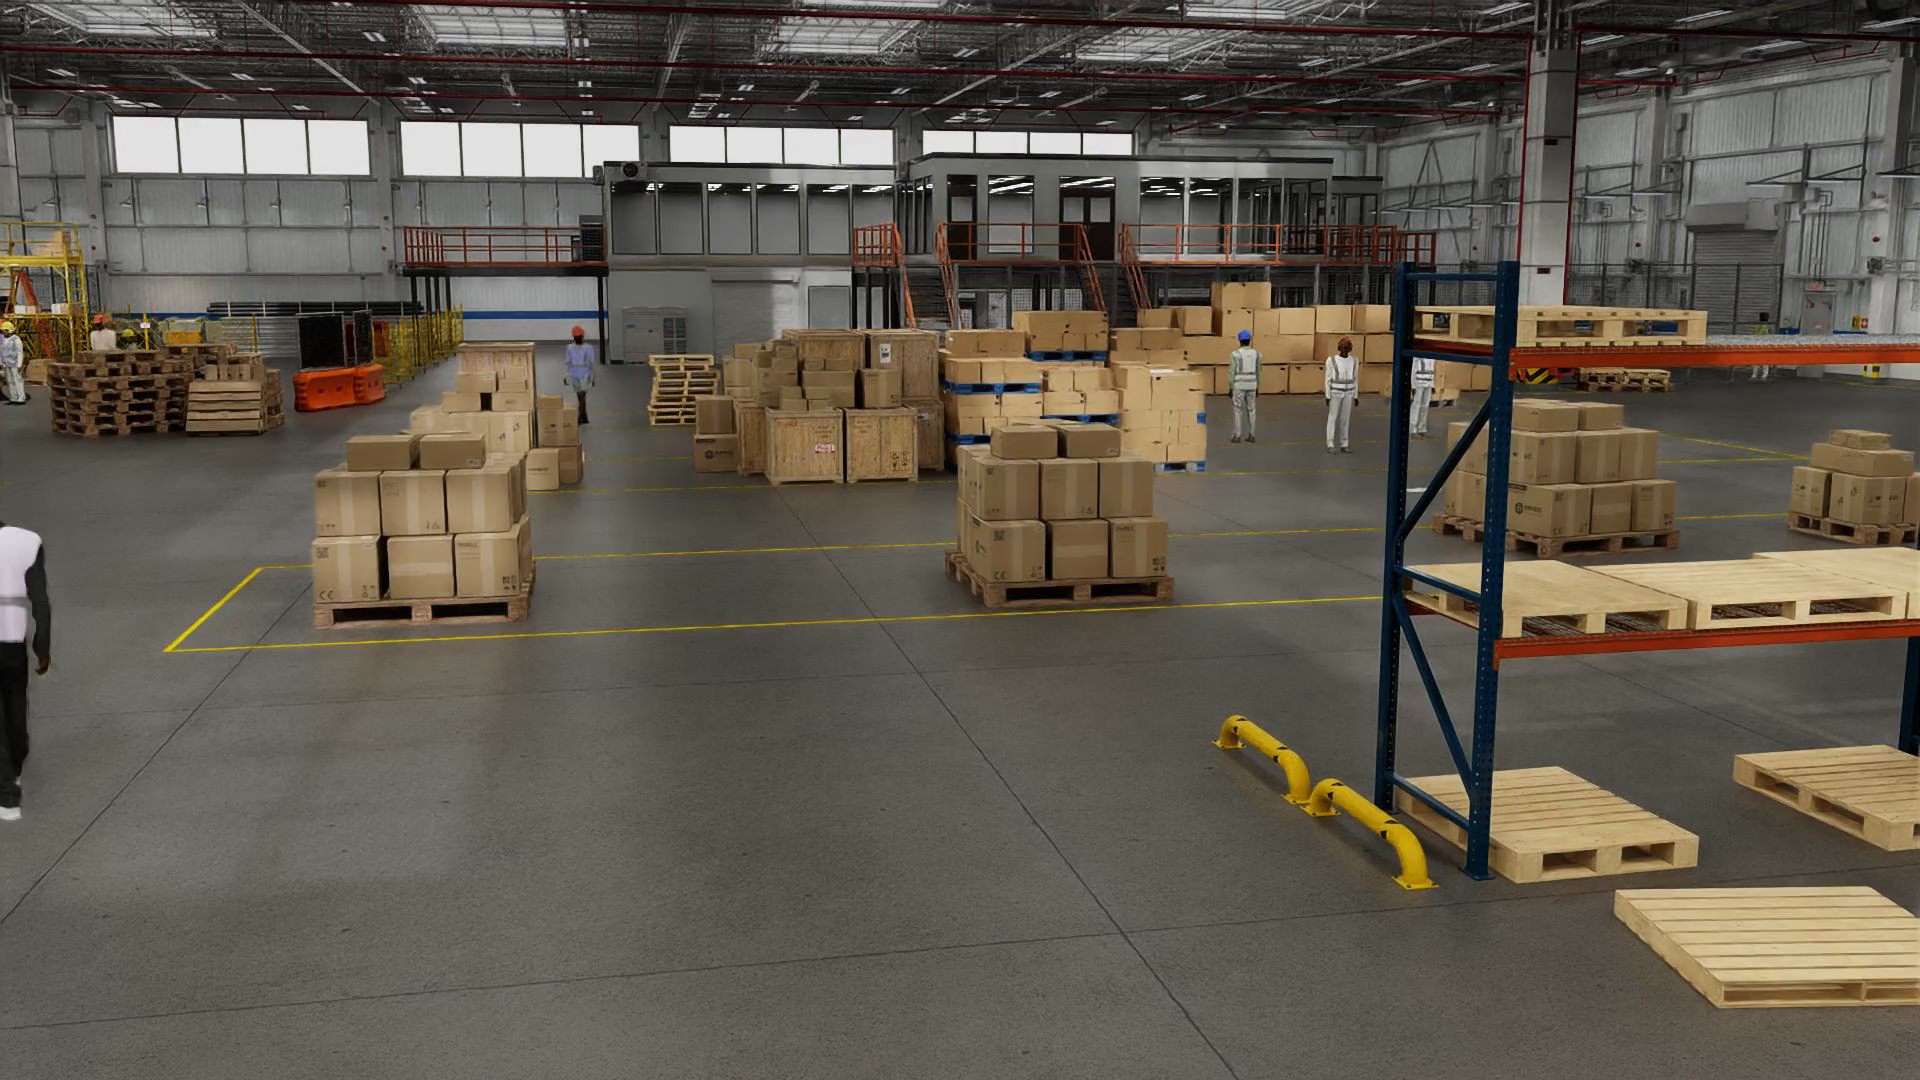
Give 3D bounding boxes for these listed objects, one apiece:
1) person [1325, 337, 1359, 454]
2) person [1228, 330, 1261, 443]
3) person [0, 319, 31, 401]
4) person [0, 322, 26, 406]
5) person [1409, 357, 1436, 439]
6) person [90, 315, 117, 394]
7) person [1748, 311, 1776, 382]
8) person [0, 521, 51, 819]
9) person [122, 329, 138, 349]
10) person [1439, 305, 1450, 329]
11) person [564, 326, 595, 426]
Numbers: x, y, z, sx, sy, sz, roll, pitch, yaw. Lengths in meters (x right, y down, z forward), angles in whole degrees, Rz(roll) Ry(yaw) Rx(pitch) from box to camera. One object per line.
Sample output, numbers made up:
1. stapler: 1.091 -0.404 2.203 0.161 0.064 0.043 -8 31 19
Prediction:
1. person: 6.150 -2.320 26.789 0.573 1.887 0.354 -2 10 -14
2. person: 4.868 -2.629 28.529 0.602 1.939 0.421 -4 10 -20
3. person: -21.280 -4.013 37.186 0.969 1.864 0.600 4 10 23
4. person: -20.556 -3.815 36.064 0.596 1.831 0.403 6 11 32
5. person: 8.118 -2.703 29.135 0.576 1.881 0.352 -6 11 -33
6. person: -18.827 -3.943 36.461 0.617 1.963 0.871 0 9 3
7. person: 21.121 -5.092 43.819 0.429 1.844 0.626 -4 10 -23
8. person: -5.430 0.557 9.267 0.608 1.871 0.960 -8 12 -40
9. person: -16.999 -3.458 34.160 0.297 1.744 0.484 -7 12 -36
10. person: 14.965 -6.289 51.106 0.516 1.844 0.332 4 10 24
11. person: -7.241 -3.113 31.635 0.553 1.879 1.035 1 9 9
